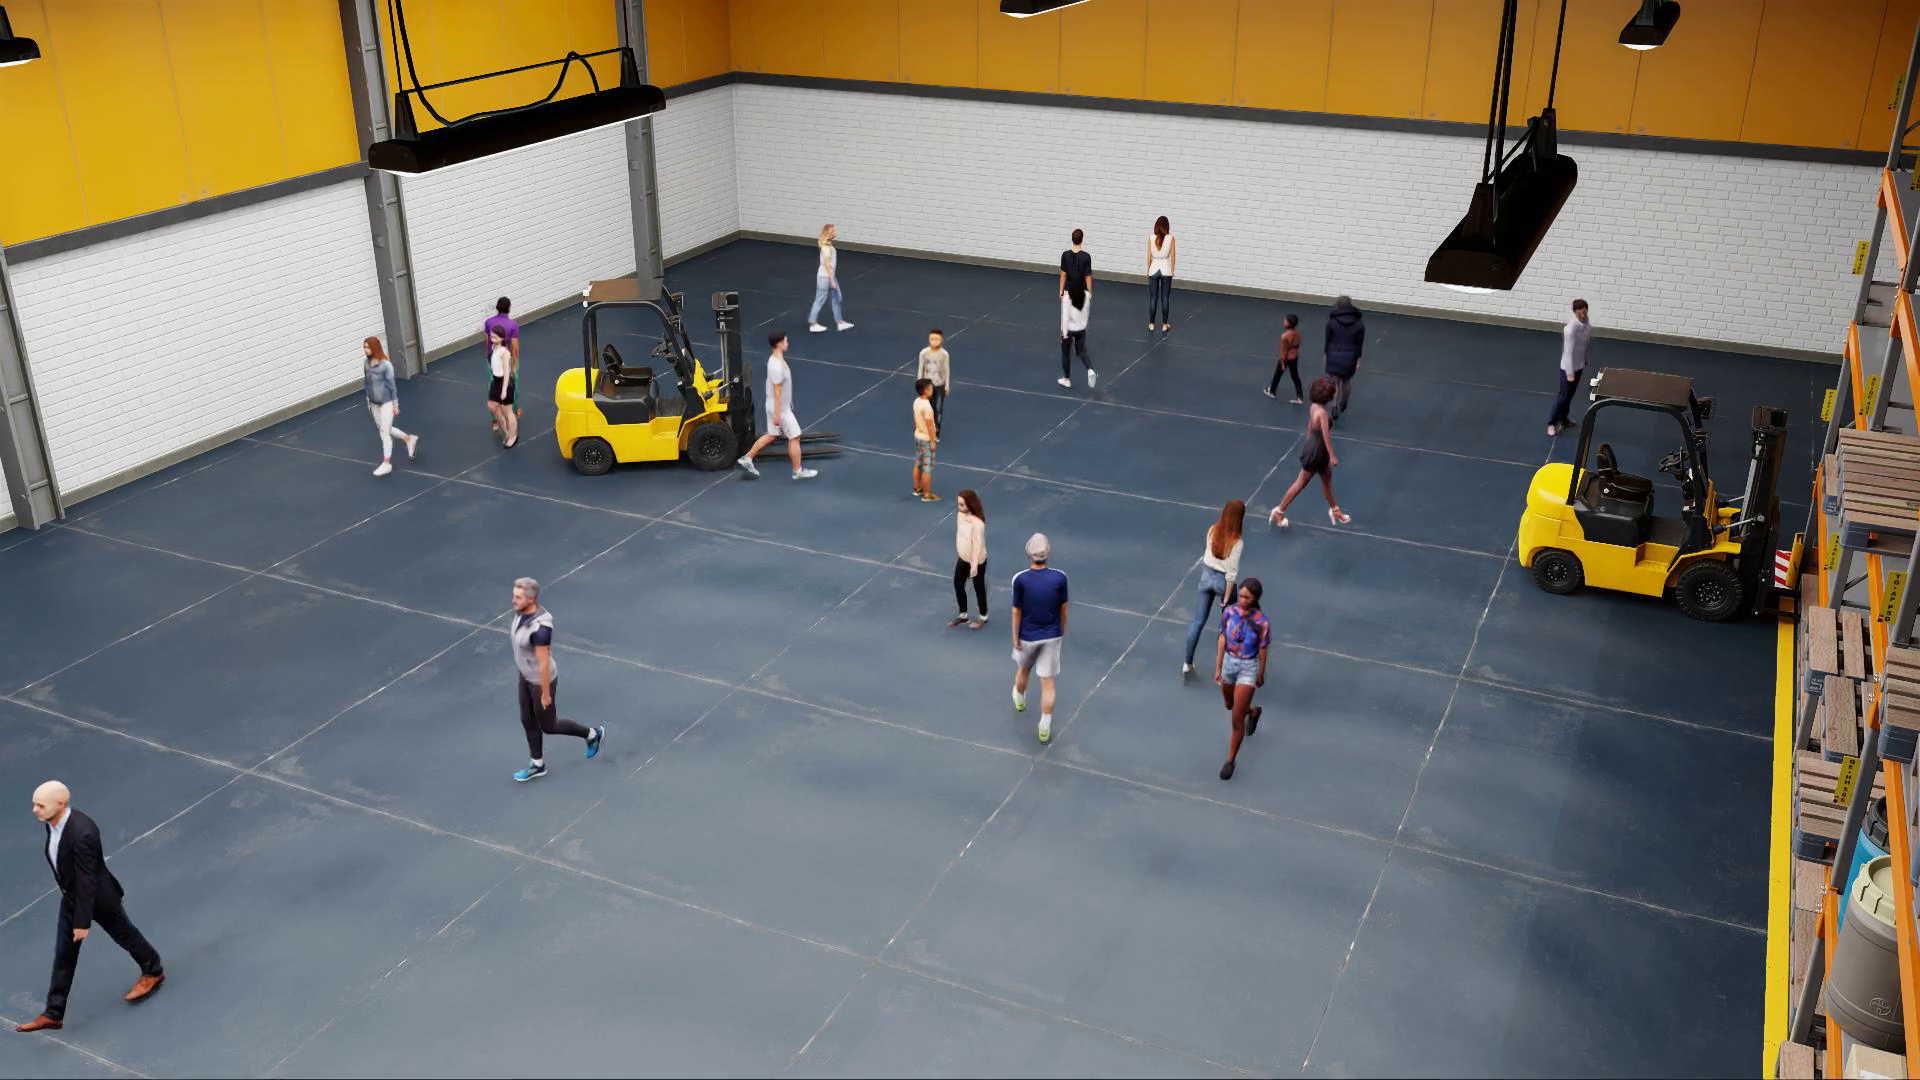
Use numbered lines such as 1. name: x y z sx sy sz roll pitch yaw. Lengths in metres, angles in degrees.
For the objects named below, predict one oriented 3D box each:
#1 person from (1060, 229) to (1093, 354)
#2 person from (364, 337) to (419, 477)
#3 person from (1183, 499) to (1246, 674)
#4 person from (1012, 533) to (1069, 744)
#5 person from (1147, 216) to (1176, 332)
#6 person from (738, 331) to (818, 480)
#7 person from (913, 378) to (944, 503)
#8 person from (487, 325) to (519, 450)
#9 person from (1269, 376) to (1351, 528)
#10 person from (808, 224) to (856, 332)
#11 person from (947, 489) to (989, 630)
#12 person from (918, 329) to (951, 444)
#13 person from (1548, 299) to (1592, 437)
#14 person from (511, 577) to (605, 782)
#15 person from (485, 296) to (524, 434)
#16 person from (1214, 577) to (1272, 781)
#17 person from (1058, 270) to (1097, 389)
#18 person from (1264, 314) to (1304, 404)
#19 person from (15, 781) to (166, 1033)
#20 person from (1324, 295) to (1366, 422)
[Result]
1. person: 1.703 -3.643 24.454 0.646 1.852 0.561 9 25 20
2. person: -6.909 -1.660 20.132 0.659 1.680 1.030 13 27 27
3. person: 2.314 0.461 15.278 0.754 1.682 1.215 17 29 33
4. person: 0.697 0.871 14.195 0.950 1.799 1.155 -1 24 -1
5. person: 3.084 -4.100 25.583 0.633 1.785 0.606 4 24 9
6. person: -2.248 -1.568 19.754 1.166 1.815 1.190 -5 24 -10
7. person: -0.412 -1.179 19.306 0.635 1.461 0.601 -13 27 -26
8. person: -5.629 -1.911 20.766 0.659 1.633 0.656 -21 31 -40
9. person: 3.832 -0.906 18.333 0.923 1.740 1.145 0 24 0
10. person: -2.131 -3.977 25.430 0.944 1.683 0.989 -1 24 -1
11. person: 0.167 0.174 16.206 0.778 1.465 0.732 -18 30 -36
12. person: -0.317 -1.991 21.169 0.684 1.457 0.767 2 24 4
13. person: 7.862 -2.262 21.348 0.983 1.809 0.647 12 26 25
14. person: -3.366 1.121 13.613 1.133 1.806 0.982 -15 28 -31
15. person: -5.899 -2.214 21.349 1.012 1.720 1.290 -2 24 -4
16. person: 2.361 1.081 13.825 0.708 1.711 1.146 15 28 31
17. person: 1.633 -2.869 22.891 0.984 1.685 0.978 -14 27 -29
18. person: 4.489 -2.426 22.453 0.909 1.225 0.877 -15 28 -30
19. person: -5.623 2.333 10.918 0.741 1.744 1.194 13 27 27
20. person: 4.987 -2.346 21.759 0.859 1.635 1.137 3 24 8
